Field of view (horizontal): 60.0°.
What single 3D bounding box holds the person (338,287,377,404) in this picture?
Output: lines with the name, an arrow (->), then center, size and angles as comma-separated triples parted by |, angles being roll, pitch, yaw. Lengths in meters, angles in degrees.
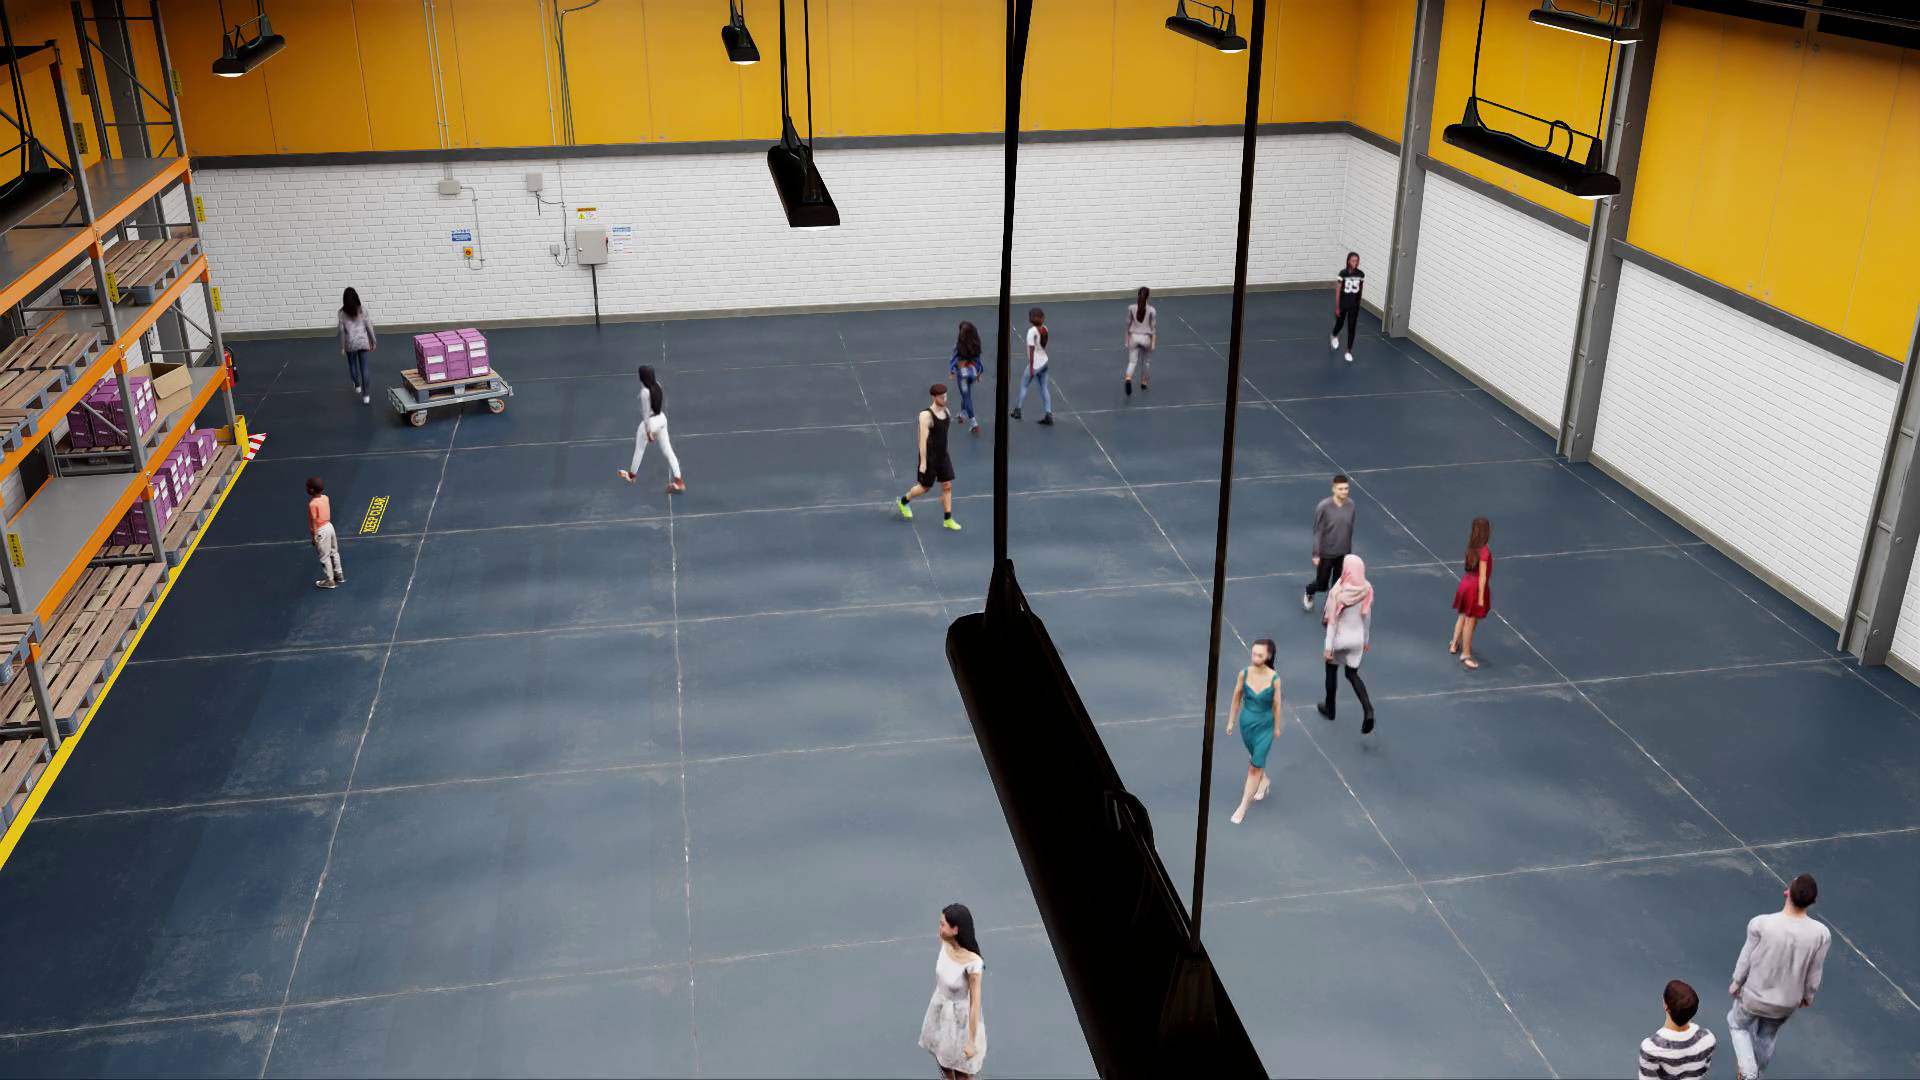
person -> -8.955, -2.862, 24.697 | 0.753, 1.700, 1.057 | -8, 25, -17

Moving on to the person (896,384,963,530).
person -> -0.394, -1.032, 20.316 | 1.269, 1.855, 1.190 | 16, 28, 32

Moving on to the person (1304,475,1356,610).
person -> 3.973, 0.109, 17.845 | 0.665, 1.744, 0.975 | -6, 24, -13

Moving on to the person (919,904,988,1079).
person -> 0.012, 3.172, 10.818 | 0.822, 1.760, 0.702 | -20, 31, -39

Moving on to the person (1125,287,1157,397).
person -> 2.675, -2.931, 24.916 | 0.950, 1.650, 1.123 | 9, 25, 19

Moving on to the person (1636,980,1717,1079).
person -> 4.285, 3.515, 9.976 | 0.712, 1.806, 1.238 | -2, 24, -6

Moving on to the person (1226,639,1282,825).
person -> 2.625, 1.613, 14.530 | 0.981, 1.644, 1.066 | 14, 27, 29

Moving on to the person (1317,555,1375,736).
person -> 3.696, 1.014, 15.725 | 0.753, 1.784, 1.103 | -8, 25, -17

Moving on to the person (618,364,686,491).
person -> -3.864, -1.405, 21.416 | 1.143, 1.659, 1.191 | 11, 26, 24

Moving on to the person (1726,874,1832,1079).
person -> 5.403, 3.034, 11.051 | 0.862, 1.827, 0.969 | 4, 24, 10

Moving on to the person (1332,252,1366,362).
person -> 6.224, -3.782, 26.794 | 0.703, 1.705, 1.047 | -1, 24, -2

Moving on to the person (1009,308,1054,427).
person -> 1.183, -2.446, 23.759 | 1.076, 1.688, 0.986 | 17, 29, 33

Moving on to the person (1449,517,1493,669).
person -> 5.285, 0.541, 17.129 | 0.787, 1.525, 0.569 | 2, 24, 6

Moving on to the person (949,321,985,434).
person -> 0.121, -2.277, 23.500 | 0.839, 1.587, 1.094 | -12, 26, -26

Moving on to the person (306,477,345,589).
person -> -7.213, -0.095, 18.853 | 0.600, 1.310, 0.508 | 5, 24, 12
